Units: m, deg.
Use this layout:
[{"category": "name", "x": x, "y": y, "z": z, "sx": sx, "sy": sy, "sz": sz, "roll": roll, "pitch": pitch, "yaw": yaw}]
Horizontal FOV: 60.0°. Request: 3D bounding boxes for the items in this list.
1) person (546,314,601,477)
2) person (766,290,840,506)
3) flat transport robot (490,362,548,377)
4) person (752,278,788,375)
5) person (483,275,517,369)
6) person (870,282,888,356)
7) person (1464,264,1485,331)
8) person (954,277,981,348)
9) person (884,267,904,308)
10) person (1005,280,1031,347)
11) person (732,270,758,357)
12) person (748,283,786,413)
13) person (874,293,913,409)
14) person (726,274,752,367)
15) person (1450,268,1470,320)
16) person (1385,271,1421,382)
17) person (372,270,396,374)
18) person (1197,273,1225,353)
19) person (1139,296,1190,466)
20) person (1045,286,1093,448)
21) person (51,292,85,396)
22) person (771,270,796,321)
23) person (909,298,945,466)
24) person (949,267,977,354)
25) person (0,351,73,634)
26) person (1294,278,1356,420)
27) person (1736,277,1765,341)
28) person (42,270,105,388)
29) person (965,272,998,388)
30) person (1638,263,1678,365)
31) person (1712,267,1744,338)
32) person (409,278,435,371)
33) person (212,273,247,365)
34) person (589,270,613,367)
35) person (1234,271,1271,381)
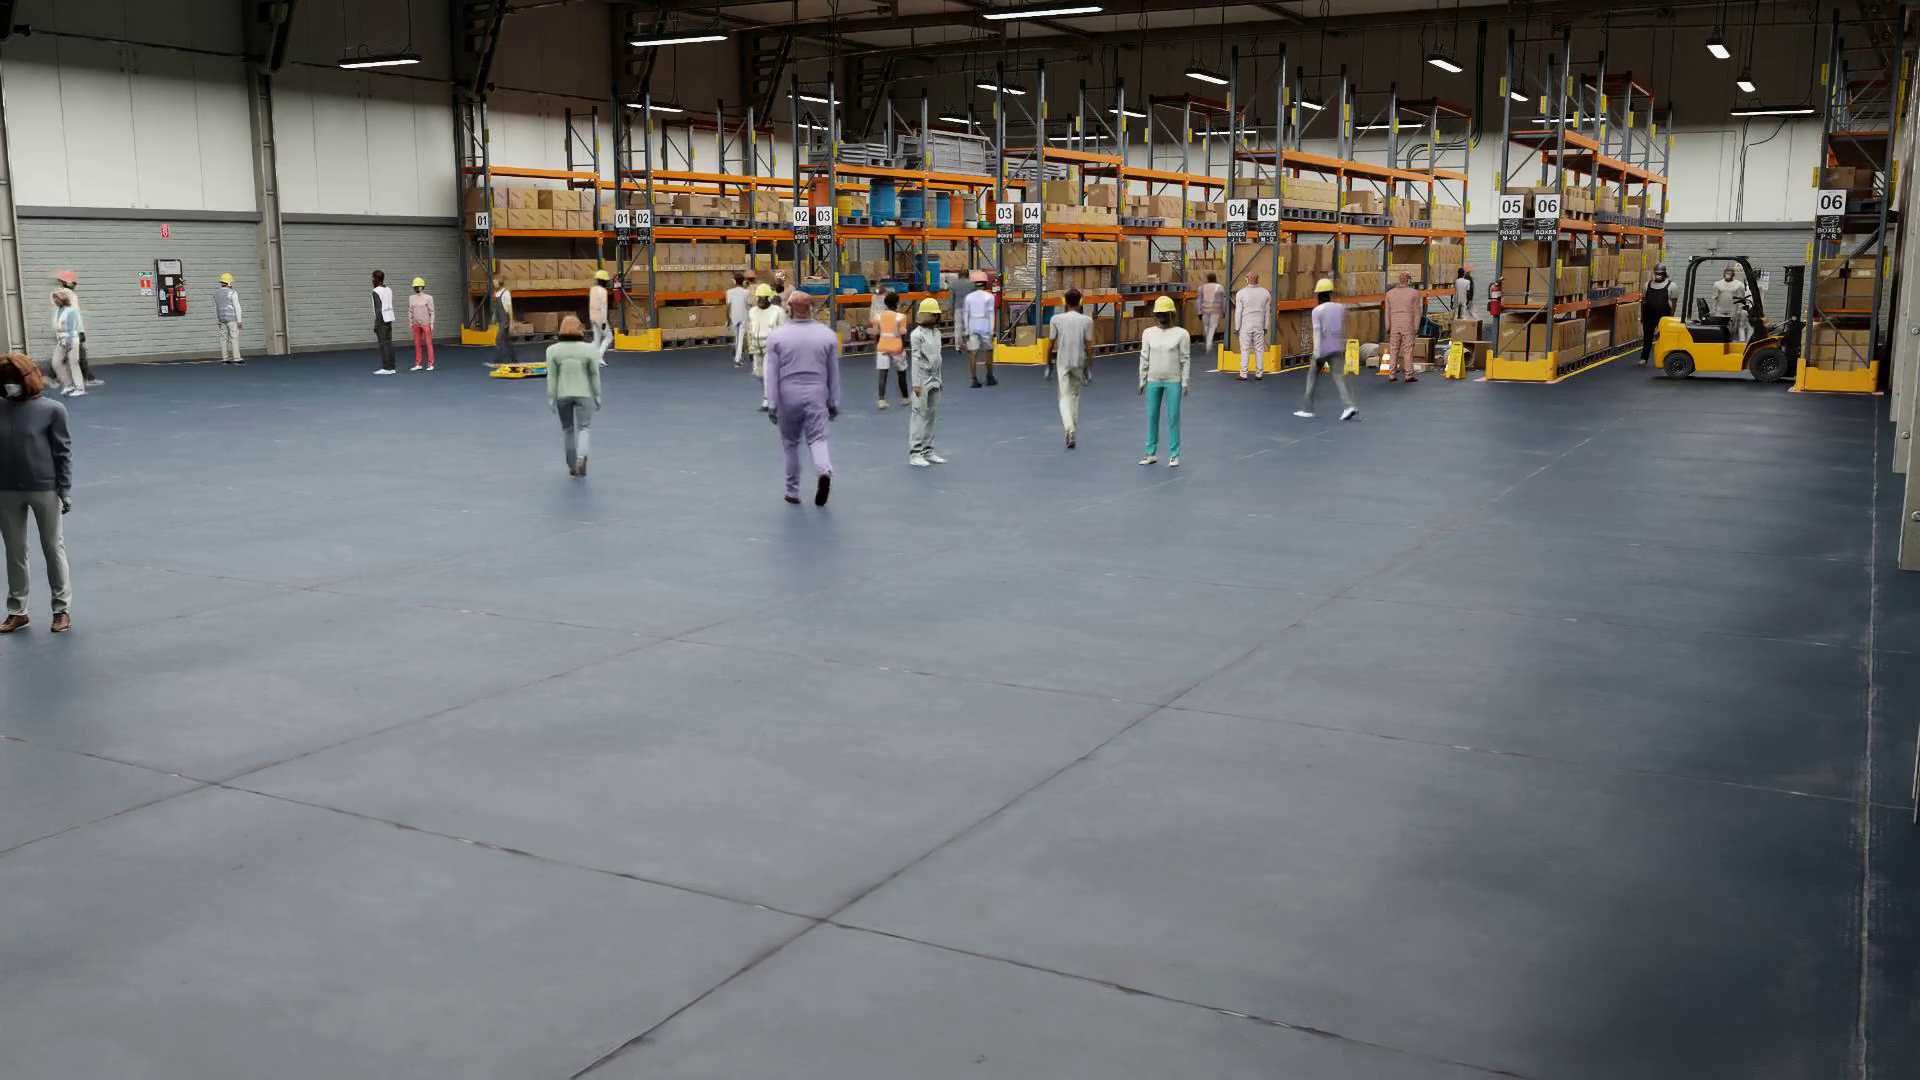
[{"category": "person", "x": -3.761, "y": -1.385, "z": 16.198, "sx": 0.503, "sy": 1.613, "sz": 0.582, "roll": -2, "pitch": 10, "yaw": -10}, {"category": "person", "x": -1.357, "y": -1.219, "z": 14.444, "sx": 0.645, "sy": 1.883, "sz": 0.774, "roll": -3, "pitch": 10, "yaw": -16}, {"category": "flat transport robot", "x": -7.731, "y": -3.094, "z": 30.125, "sx": 0.652, "sy": 0.197, "sz": 1.431, "roll": 7, "pitch": 12, "yaw": 35}, {"category": "person", "x": -3.336, "y": -3.878, "z": 30.315, "sx": 1.005, "sy": 1.791, "sz": 0.617, "roll": -1, "pitch": 10, "yaw": -7}, {"category": "person", "x": -8.920, "y": -4.191, "z": 32.038, "sx": 0.866, "sy": 1.808, "sz": 0.543, "roll": -8, "pitch": 12, "yaw": -38}, {"category": "person", "x": -1.706, "y": -4.834, "z": 36.381, "sx": 0.506, "sy": 1.614, "sz": 0.606, "roll": 8, "pitch": 13, "yaw": 39}, {"category": "person", "x": 14.401, "y": -6.807, "z": 47.006, "sx": 0.969, "sy": 1.949, "sz": 0.669, "roll": 2, "pitch": 10, "yaw": 14}, {"category": "person", "x": 0.169, "y": -5.488, "z": 39.609, "sx": 0.658, "sy": 1.817, "sz": 0.759, "roll": 6, "pitch": 11, "yaw": 31}, {"category": "person", "x": -1.809, "y": -6.424, "z": 44.854, "sx": 0.658, "sy": 1.897, "sz": 0.980, "roll": 9, "pitch": 13, "yaw": 43}, {"category": "person", "x": 1.327, "y": -5.257, "z": 37.610, "sx": 0.609, "sy": 2.044, "sz": 0.396, "roll": 3, "pitch": 10, "yaw": 14}, {"category": "person", "x": -4.377, "y": -4.730, "z": 35.012, "sx": 1.020, "sy": 1.885, "sz": 0.563, "roll": 7, "pitch": 12, "yaw": 36}, {"category": "person", "x": -2.672, "y": -2.689, "z": 23.284, "sx": 0.602, "sy": 1.811, "sz": 0.750, "roll": 5, "pitch": 11, "yaw": 27}, {"category": "person", "x": -0.956, "y": -2.713, "z": 23.835, "sx": 0.553, "sy": 1.644, "sz": 0.875, "roll": 4, "pitch": 11, "yaw": 23}, {"category": "person", "x": -4.345, "y": -4.359, "z": 32.981, "sx": 0.521, "sy": 1.816, "sz": 0.990, "roll": 1, "pitch": 10, "yaw": 7}, {"category": "person", "x": 13.398, "y": -6.350, "z": 44.556, "sx": 0.510, "sy": 1.860, "sz": 0.333, "roll": 2, "pitch": 10, "yaw": 12}, {"category": "person", "x": 7.706, "y": -3.698, "z": 28.882, "sx": 0.636, "sy": 1.911, "sz": 0.404, "roll": 8, "pitch": 12, "yaw": 38}, {"category": "person", "x": -10.676, "y": -4.033, "z": 30.808, "sx": 0.371, "sy": 1.916, "sz": 0.597, "roll": 1, "pitch": 10, "yaw": 5}, {"category": "person", "x": 5.727, "y": -5.144, "z": 37.711, "sx": 0.614, "sy": 1.778, "sz": 0.988, "roll": 5, "pitch": 11, "yaw": 28}, {"category": "person", "x": 2.111, "y": -1.641, "z": 17.250, "sx": 0.533, "sy": 1.767, "sz": 0.326, "roll": 4, "pitch": 11, "yaw": 23}, {"category": "person", "x": 1.256, "y": -1.984, "z": 19.062, "sx": 0.524, "sy": 1.841, "sz": 0.866, "roll": -1, "pitch": 10, "yaw": -4}, {"category": "person", "x": -13.890, "y": -3.033, "z": 25.832, "sx": 0.523, "sy": 1.623, "sz": 0.452, "roll": 6, "pitch": 11, "yaw": 31}, {"category": "person", "x": -3.555, "y": -4.412, "z": 33.065, "sx": 0.654, "sy": 1.906, "sz": 0.408, "roll": 6, "pitch": 11, "yaw": 30}, {"category": "person", "x": -0.325, "y": -1.648, "z": 17.359, "sx": 0.320, "sy": 1.742, "sz": 0.492, "roll": 6, "pitch": 11, "yaw": 32}, {"category": "person", "x": 0.082, "y": -5.098, "z": 36.988, "sx": 0.635, "sy": 1.937, "sz": 0.353, "roll": 3, "pitch": 10, "yaw": 16}, {"category": "person", "x": -5.391, "y": -0.270, "z": 9.618, "sx": 0.499, "sy": 1.631, "sz": 0.282, "roll": -1, "pitch": 10, "yaw": -7}, {"category": "person", "x": 4.921, "y": -2.541, "z": 22.187, "sx": 0.586, "sy": 1.888, "sz": 0.961, "roll": -5, "pitch": 11, "yaw": -29}, {"category": "person", "x": 17.469, "y": -5.038, "z": 36.833, "sx": 0.616, "sy": 1.865, "sz": 0.602, "roll": 4, "pitch": 10, "yaw": 22}, {"category": "person", "x": -14.816, "y": -3.500, "z": 27.600, "sx": 0.634, "sy": 1.956, "sz": 0.996, "roll": 8, "pitch": 13, "yaw": 40}, {"category": "person", "x": 0.377, "y": -3.498, "z": 27.697, "sx": 0.563, "sy": 1.903, "sz": 0.874, "roll": 5, "pitch": 11, "yaw": 25}, {"category": "person", "x": 13.895, "y": -4.496, "z": 33.165, "sx": 0.688, "sy": 2.000, "sz": 0.539, "roll": 7, "pitch": 12, "yaw": 35}, {"category": "person", "x": 16.883, "y": -5.036, "z": 36.620, "sx": 0.629, "sy": 1.940, "sz": 0.379, "roll": 6, "pitch": 11, "yaw": 30}, {"category": "person", "x": -10.242, "y": -4.098, "z": 31.637, "sx": 0.526, "sy": 1.768, "sz": 0.330, "roll": 2, "pitch": 10, "yaw": 14}, {"category": "person", "x": -14.604, "y": -4.407, "z": 33.250, "sx": 0.591, "sy": 1.833, "sz": 0.403, "roll": 3, "pitch": 10, "yaw": 16}, {"category": "person", "x": -7.052, "y": -4.339, "z": 32.631, "sx": 0.603, "sy": 1.907, "sz": 0.423, "roll": 10, "pitch": 14, "yaw": 44}, {"category": "person", "x": 5.104, "y": -3.746, "z": 29.163, "sx": 0.641, "sy": 1.908, "sz": 0.407, "roll": -2, "pitch": 10, "yaw": -13}]
